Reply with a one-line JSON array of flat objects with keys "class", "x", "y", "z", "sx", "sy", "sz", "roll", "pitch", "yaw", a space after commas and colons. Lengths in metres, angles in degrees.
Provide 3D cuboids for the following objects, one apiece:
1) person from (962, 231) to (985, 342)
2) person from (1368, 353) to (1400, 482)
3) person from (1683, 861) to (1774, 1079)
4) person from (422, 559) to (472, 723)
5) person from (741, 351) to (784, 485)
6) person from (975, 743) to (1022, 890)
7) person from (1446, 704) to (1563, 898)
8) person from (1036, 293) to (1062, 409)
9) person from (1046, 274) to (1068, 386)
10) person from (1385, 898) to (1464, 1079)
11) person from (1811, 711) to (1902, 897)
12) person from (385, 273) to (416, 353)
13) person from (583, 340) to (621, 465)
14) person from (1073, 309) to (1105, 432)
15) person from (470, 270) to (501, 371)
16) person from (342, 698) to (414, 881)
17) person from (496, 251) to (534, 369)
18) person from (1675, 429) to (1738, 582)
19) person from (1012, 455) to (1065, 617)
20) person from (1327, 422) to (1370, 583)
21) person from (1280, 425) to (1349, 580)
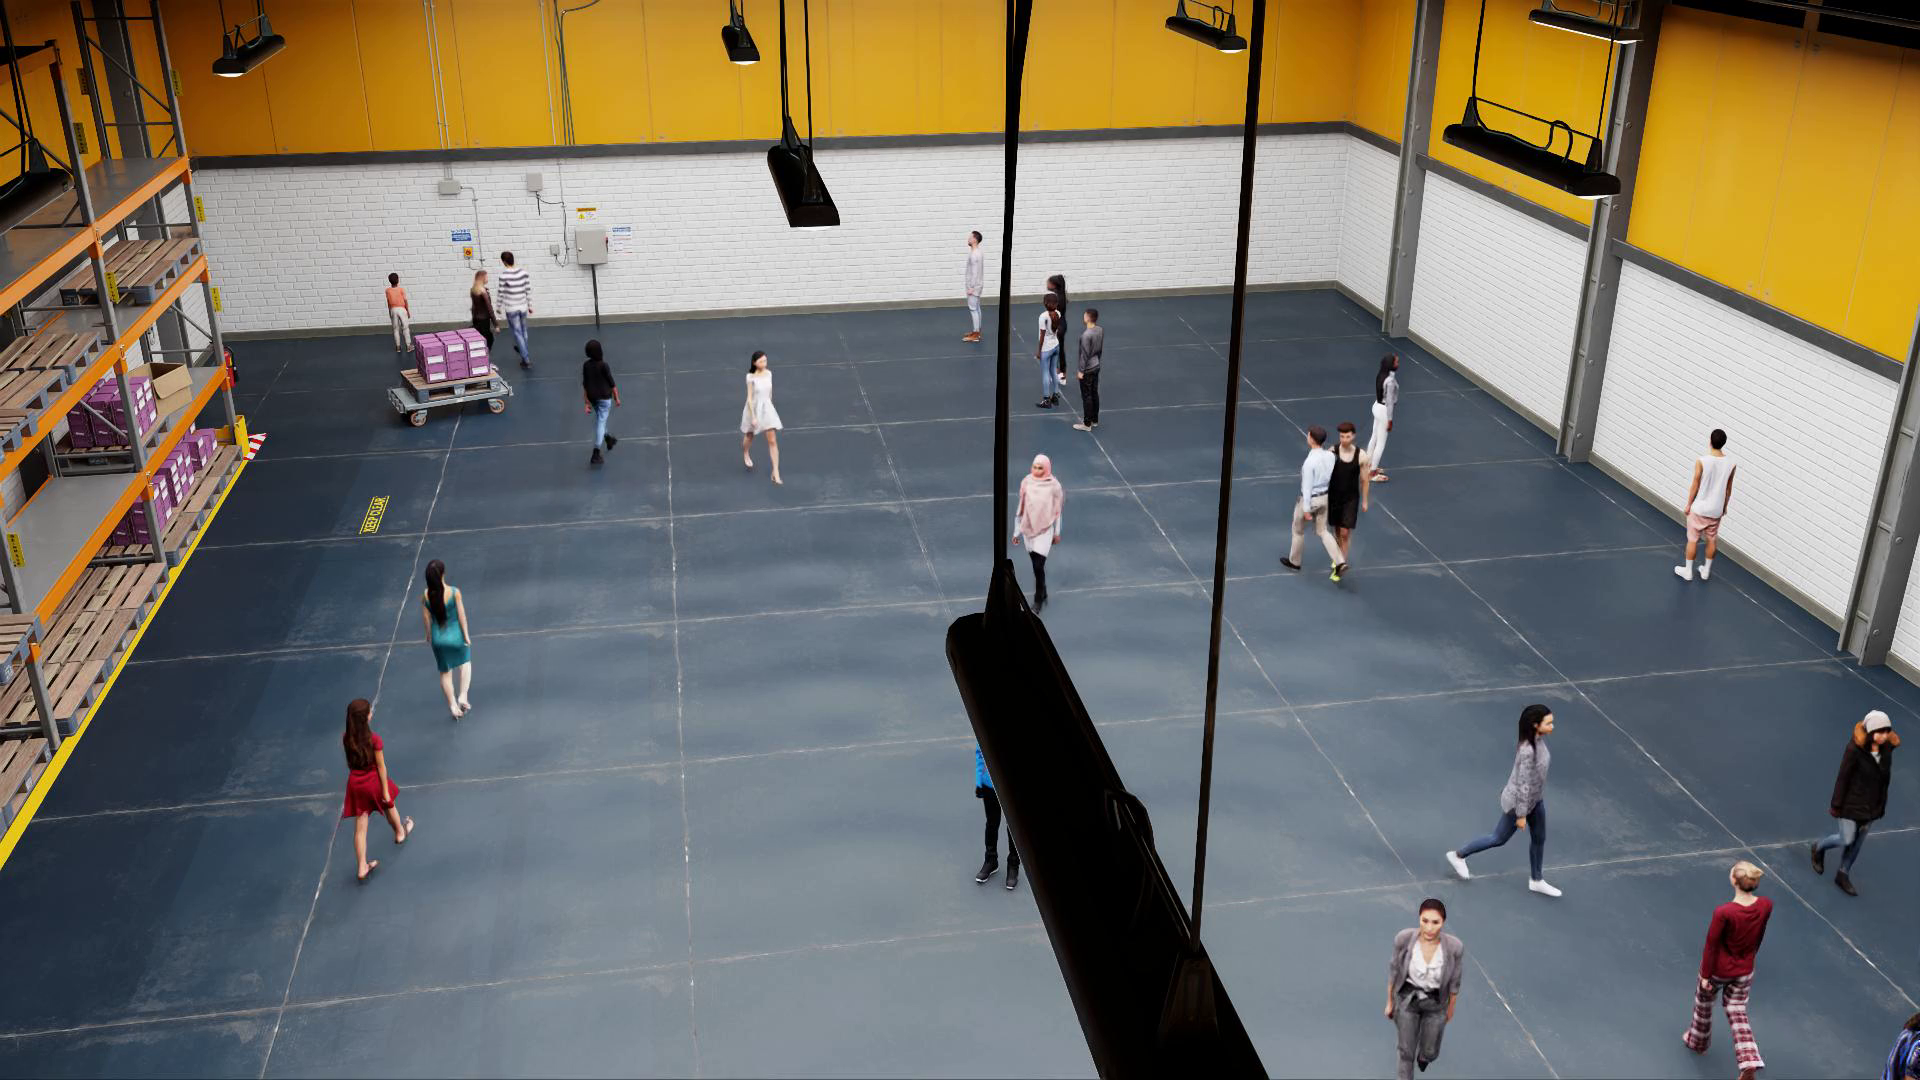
[{"class": "person", "x": 0.243, "y": -4.238, "z": 27.669, "sx": 0.815, "sy": 1.841, "sz": 0.648, "roll": 5, "pitch": 24, "yaw": 11}, {"class": "person", "x": 5.559, "y": -1.635, "z": 21.862, "sx": 0.688, "sy": 1.722, "sz": 0.517, "roll": 0, "pitch": 24, "yaw": 0}, {"class": "person", "x": 5.321, "y": 2.964, "z": 11.393, "sx": 0.630, "sy": 1.680, "sz": 0.902, "roll": -3, "pitch": 24, "yaw": -7}, {"class": "person", "x": -4.911, "y": 0.996, "z": 15.904, "sx": 0.620, "sy": 1.674, "sz": 0.611, "roll": -1, "pitch": 24, "yaw": -3}, {"class": "person", "x": -2.686, "y": -1.628, "z": 21.845, "sx": 0.954, "sy": 1.723, "sz": 1.274, "roll": -17, "pitch": 29, "yaw": -33}, {"class": "person", "x": 0.350, "y": 1.991, "z": 13.483, "sx": 0.696, "sy": 1.790, "sz": 0.696, "roll": 8, "pitch": 25, "yaw": 18}, {"class": "person", "x": 4.435, "y": 2.080, "z": 13.391, "sx": 1.145, "sy": 1.699, "sz": 1.164, "roll": 12, "pitch": 26, "yaw": 26}, {"class": "person", "x": 1.320, "y": -2.809, "z": 24.552, "sx": 0.707, "sy": 1.720, "sz": 0.668, "roll": 20, "pitch": 30, "yaw": 38}, {"class": "person", "x": 1.528, "y": -3.185, "z": 25.393, "sx": 0.863, "sy": 1.734, "sz": 0.803, "roll": 17, "pitch": 29, "yaw": 34}, {"class": "person", "x": 3.090, "y": 3.081, "z": 11.147, "sx": 0.825, "sy": 1.663, "sz": 0.933, "roll": 8, "pitch": 25, "yaw": 17}, {"class": "person", "x": 7.244, "y": 2.078, "z": 13.488, "sx": 0.633, "sy": 1.626, "sz": 0.709, "roll": -5, "pitch": 24, "yaw": -11}, {"class": "person", "x": -9.168, "y": -3.723, "z": 27.153, "sx": 0.500, "sy": 1.311, "sz": 0.500, "roll": -1, "pitch": 24, "yaw": -3}, {"class": "person", "x": -4.865, "y": -1.821, "z": 22.367, "sx": 0.925, "sy": 1.659, "sz": 1.218, "roll": 7, "pitch": 24, "yaw": 15}, {"class": "person", "x": 1.846, "y": -2.433, "z": 23.639, "sx": 0.751, "sy": 1.761, "sz": 0.695, "roll": 16, "pitch": 28, "yaw": 33}, {"class": "person", "x": -7.471, "y": -3.320, "z": 25.761, "sx": 0.796, "sy": 1.686, "sz": 0.720, "roll": -19, "pitch": 30, "yaw": -36}, {"class": "person", "x": -4.902, "y": 2.062, "z": 13.670, "sx": 0.780, "sy": 1.510, "sz": 1.097, "roll": 4, "pitch": 24, "yaw": 9}, {"class": "person", "x": -6.967, "y": -3.611, "z": 26.284, "sx": 1.009, "sy": 1.801, "sz": 1.181, "roll": -20, "pitch": 30, "yaw": -38}, {"class": "person", "x": 8.510, "y": -0.394, "z": 18.943, "sx": 0.670, "sy": 1.787, "sz": 0.615, "roll": 0, "pitch": 24, "yaw": -1}, {"class": "person", "x": 0.883, "y": -0.107, "z": 18.292, "sx": 0.894, "sy": 1.782, "sz": 0.992, "roll": 11, "pitch": 26, "yaw": 23}, {"class": "person", "x": 4.430, "y": -0.500, "z": 19.103, "sx": 1.016, "sy": 1.852, "sz": 1.127, "roll": 11, "pitch": 26, "yaw": 23}, {"class": "person", "x": 4.085, "y": -0.385, "z": 18.889, "sx": 0.955, "sy": 1.813, "sz": 1.245, "roll": -16, "pitch": 28, "yaw": -33}]
